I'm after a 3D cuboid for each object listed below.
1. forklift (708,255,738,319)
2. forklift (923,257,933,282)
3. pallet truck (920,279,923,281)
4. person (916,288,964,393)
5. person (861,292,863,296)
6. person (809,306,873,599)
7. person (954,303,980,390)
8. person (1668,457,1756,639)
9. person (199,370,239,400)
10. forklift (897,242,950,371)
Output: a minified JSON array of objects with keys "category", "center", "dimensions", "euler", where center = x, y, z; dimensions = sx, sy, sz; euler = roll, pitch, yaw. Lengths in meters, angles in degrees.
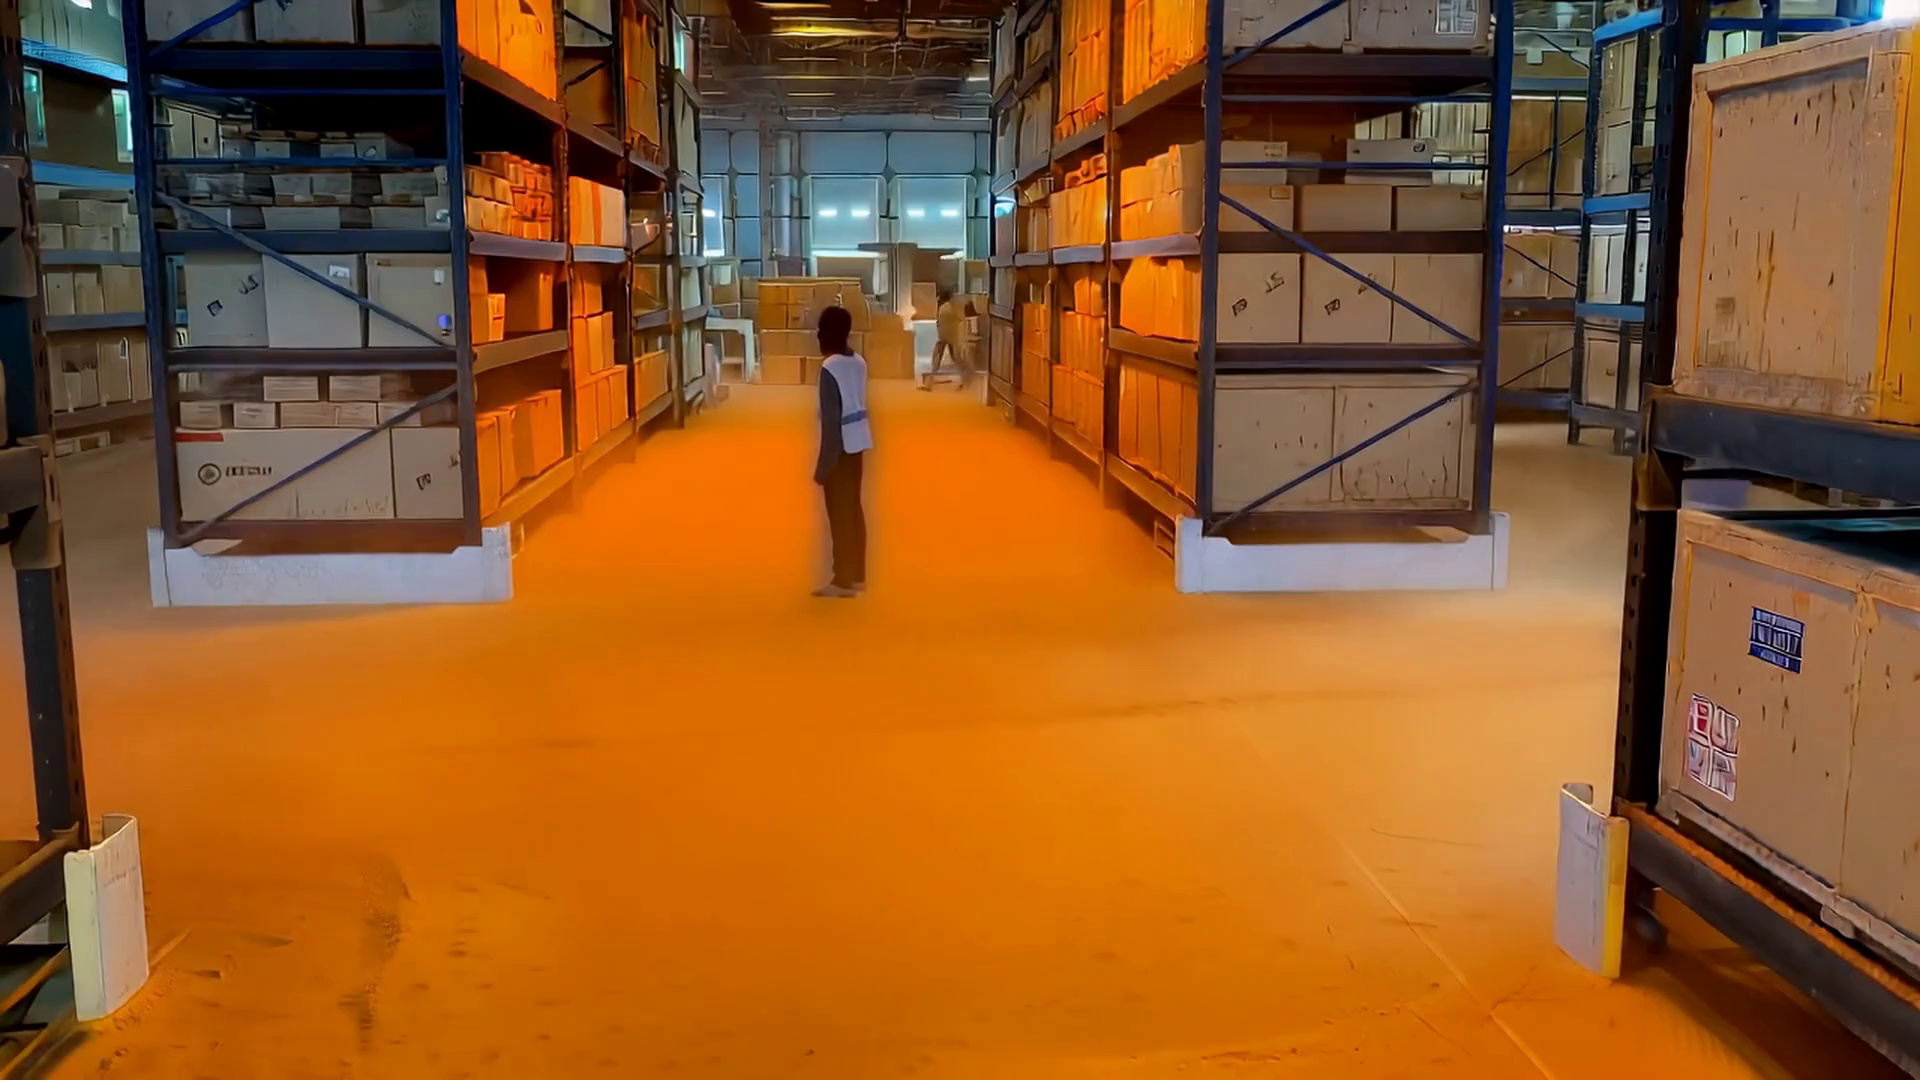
[{"category":"forklift","center":[-8.312,-8.585,58.236],"dimensions":[1.129,2.768,1.873],"euler":[-1,9,-4]},{"category":"forklift","center":[-1.178,-6.445,44.800],"dimensions":[1.129,2.768,1.873],"euler":[-7,11,-37]},{"category":"pallet truck","center":[-0.932,-8.922,63.114],"dimensions":[1.885,1.965,0.823],"euler":[2,9,13]},{"category":"person","center":[-0.250,-3.592,30.004],"dimensions":[1.009,1.893,0.647],"euler":[1,9,4]},{"category":"person","center":[-3.490,-7.887,56.907],"dimensions":[0.927,1.910,0.634],"euler":[-6,11,-35]},{"category":"person","center":[-0.778,-0.570,10.924],"dimensions":[0.390,1.919,0.591],"euler":[3,9,16]},{"category":"person","center":[0.238,-3.550,30.559],"dimensions":[0.674,1.617,0.523],"euler":[6,11,34]},{"category":"person","center":[4.364,-0.203,9.639],"dimensions":[0.856,1.591,0.516],"euler":[0,9,-2]},{"category":"person","center":[-9.122,-2.108,20.481],"dimensions":[0.727,1.941,0.477],"euler":[4,10,25]},{"category":"forklift","center":[-1.194,-5.155,36.697],"dimensions":[1.873,2.768,1.129],"euler":[-1,9,-5]}]
